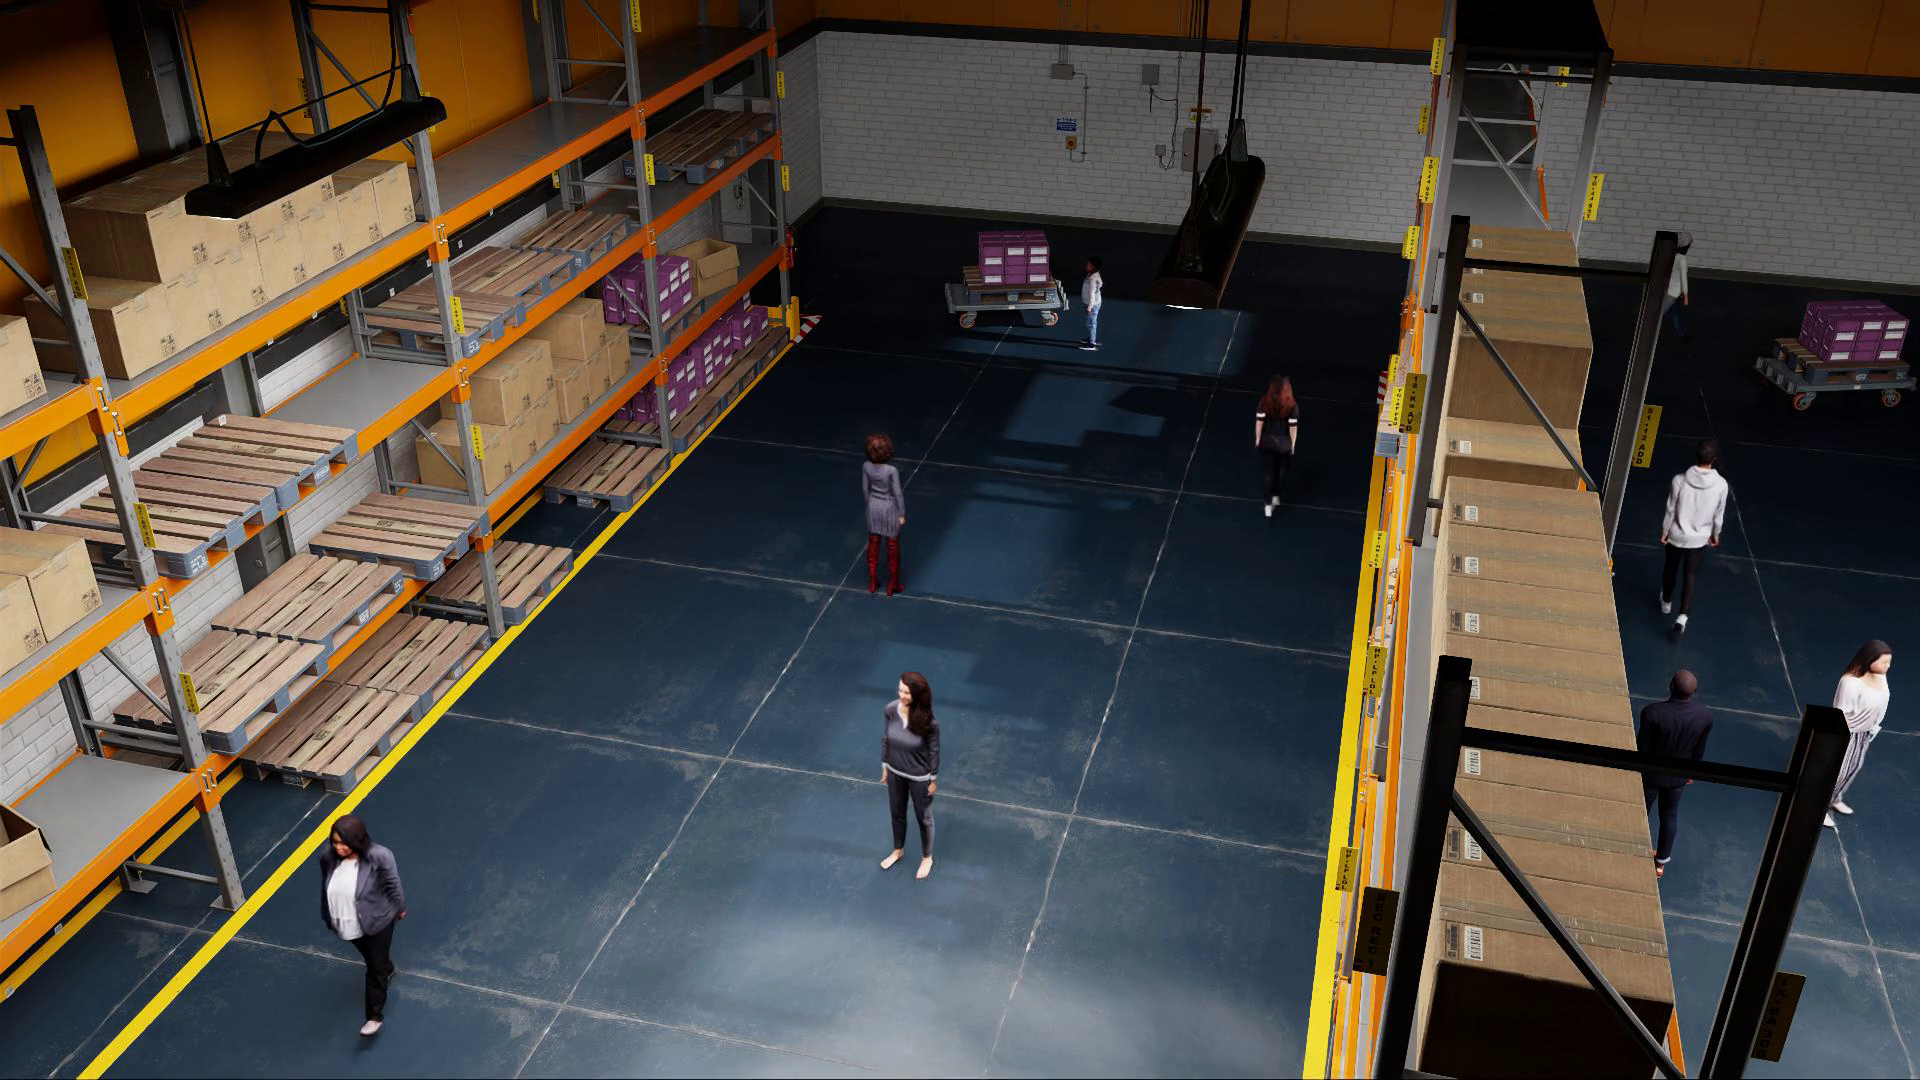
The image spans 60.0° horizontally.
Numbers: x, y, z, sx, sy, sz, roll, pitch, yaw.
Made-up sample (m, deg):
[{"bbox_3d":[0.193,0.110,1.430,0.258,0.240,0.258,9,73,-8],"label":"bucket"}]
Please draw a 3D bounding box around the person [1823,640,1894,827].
[{"bbox_3d":[7.001,1.480,13.106,0.770,1.677,0.853,-20,34,-32],"label":"person"}]

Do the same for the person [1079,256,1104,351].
[{"bbox_3d":[1.751,-3.159,22.043,0.548,1.261,0.445,5,29,9],"label":"person"}]

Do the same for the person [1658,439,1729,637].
[{"bbox_3d":[6.837,-0.003,15.591,0.722,1.900,1.187,9,30,16],"label":"person"}]

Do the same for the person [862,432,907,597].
[{"bbox_3d":[-0.754,-0.258,16.256,0.619,1.711,0.574,13,31,23],"label":"person"}]

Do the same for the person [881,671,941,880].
[{"bbox_3d":[-0.372,1.743,12.528,0.643,1.767,0.565,12,31,21],"label":"person"}]

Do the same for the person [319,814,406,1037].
[{"bbox_3d":[-4.034,2.510,11.337,0.717,1.561,0.982,4,29,7],"label":"person"}]

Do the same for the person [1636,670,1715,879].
[{"bbox_3d":[5.256,1.754,12.455,0.759,1.819,0.696,0,29,-1],"label":"person"}]

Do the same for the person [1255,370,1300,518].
[{"bbox_3d":[3.350,-0.999,17.704,0.634,1.625,0.647,11,30,19],"label":"person"}]
